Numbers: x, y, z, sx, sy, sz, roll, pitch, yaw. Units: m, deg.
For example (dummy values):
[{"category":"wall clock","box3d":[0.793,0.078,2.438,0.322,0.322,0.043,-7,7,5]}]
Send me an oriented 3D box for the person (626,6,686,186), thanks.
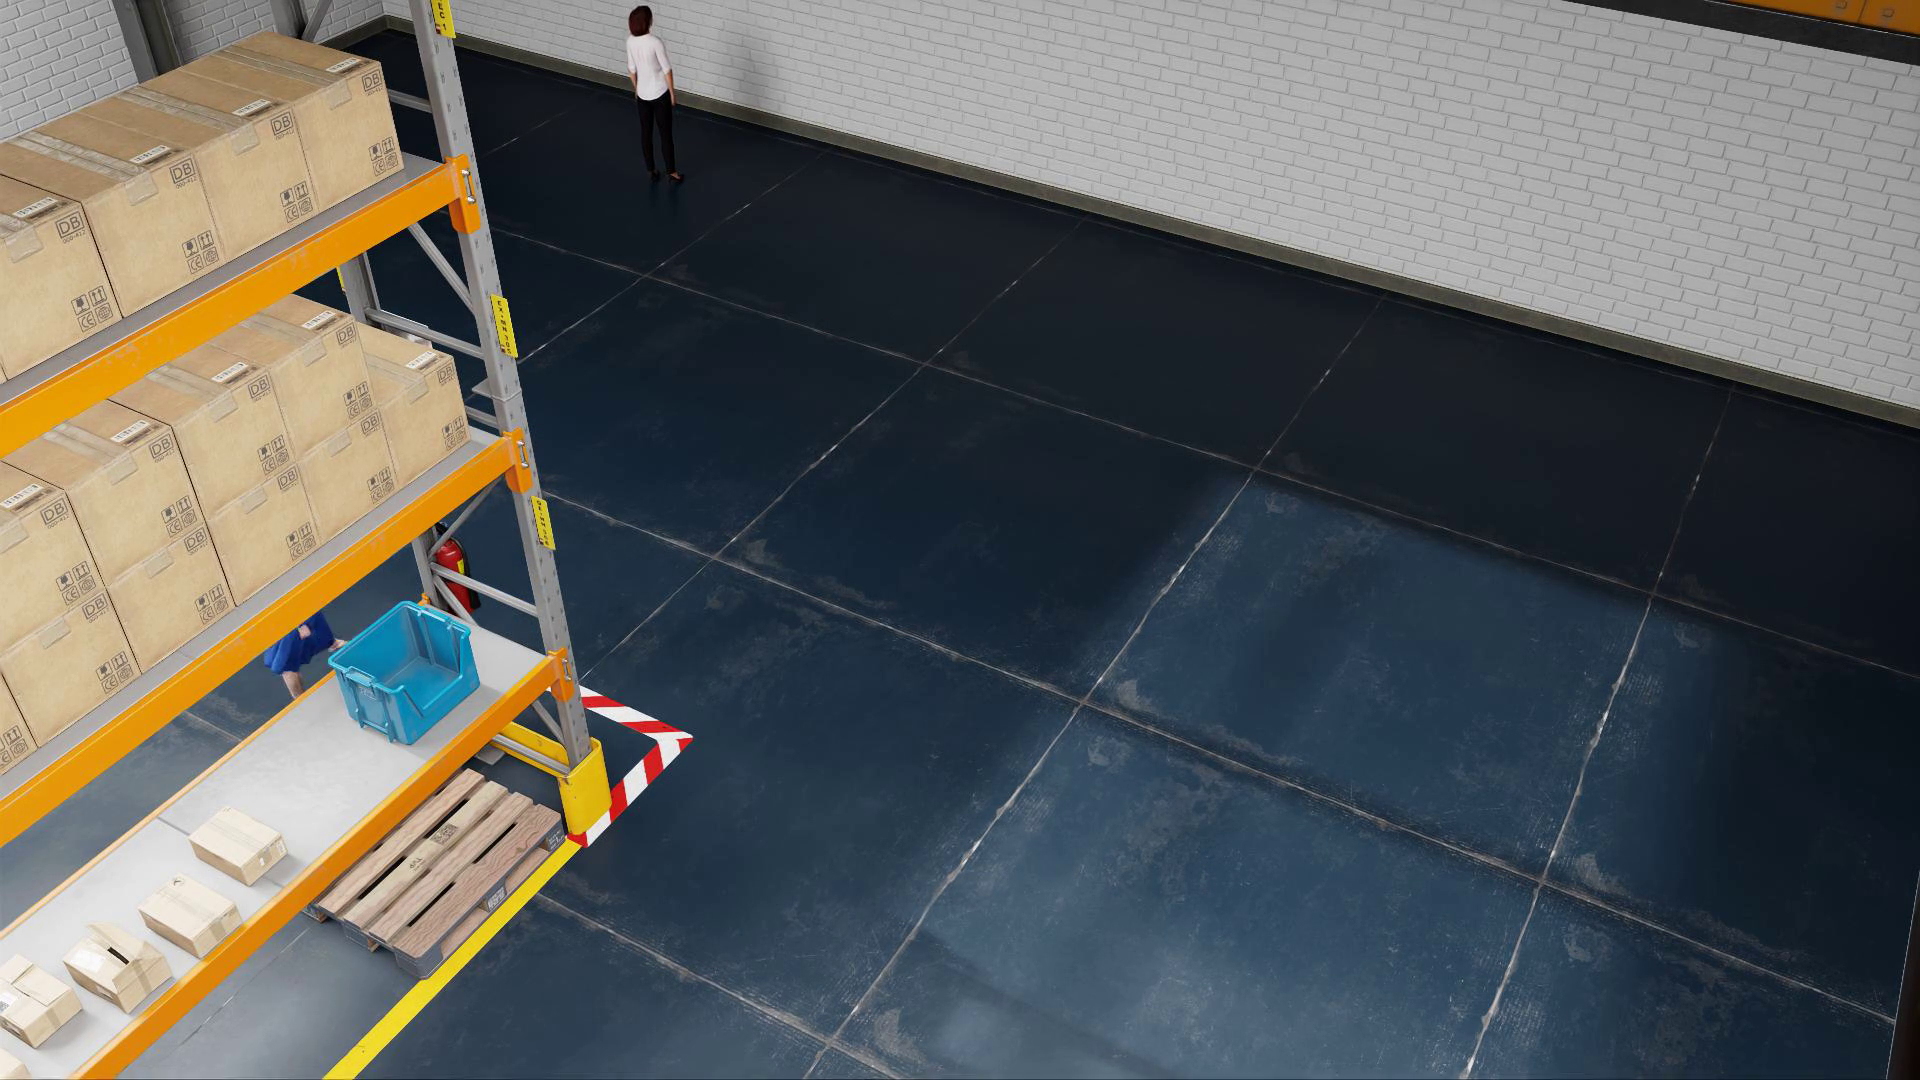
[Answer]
[{"category":"person","box3d":[-2.994,-4.312,16.194,0.639,1.791,0.568,13,41,16]}]
